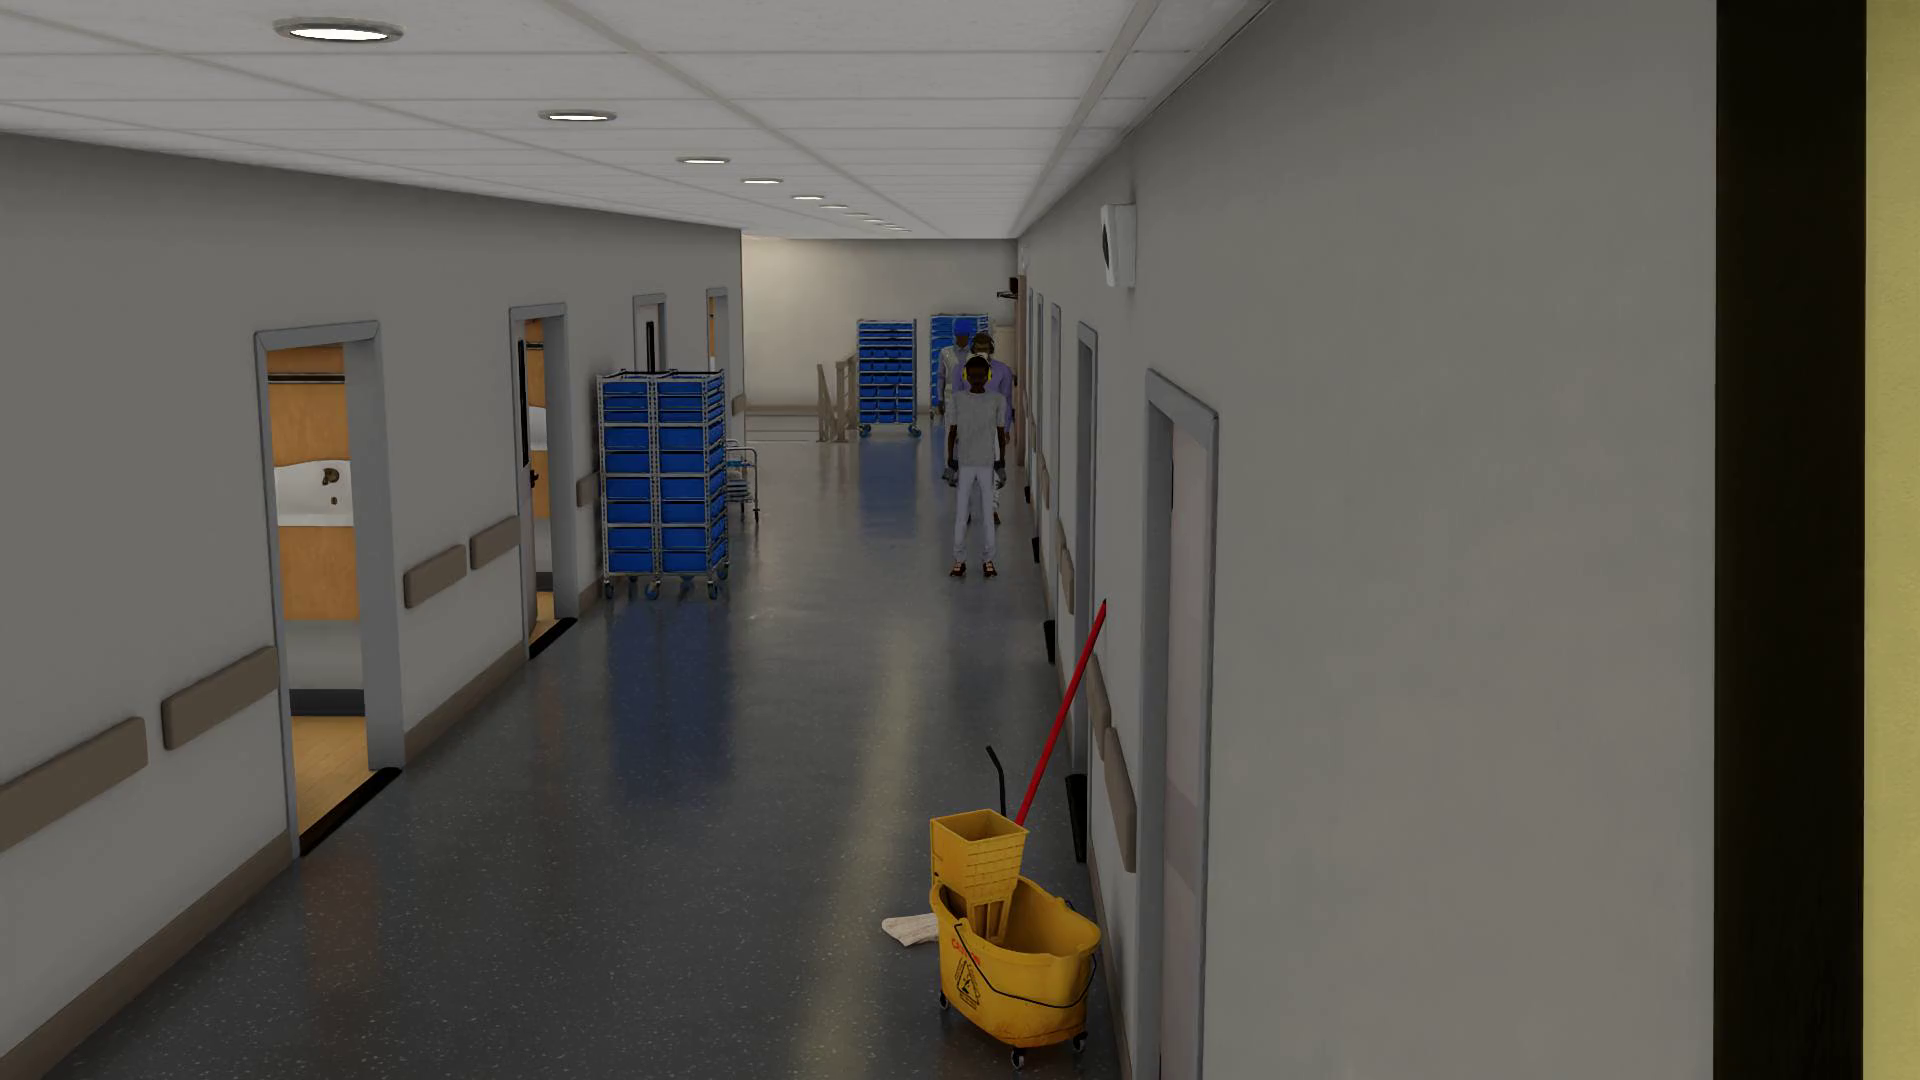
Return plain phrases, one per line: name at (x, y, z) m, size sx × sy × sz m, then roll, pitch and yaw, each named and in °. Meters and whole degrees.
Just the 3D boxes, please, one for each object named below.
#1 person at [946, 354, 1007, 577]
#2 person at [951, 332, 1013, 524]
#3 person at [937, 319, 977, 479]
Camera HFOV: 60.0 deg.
person at (0.134, -0.609, 13.862) m, size 0.508 × 1.861 × 0.329 m, roll 0°, pitch 9°, yaw 1°
person at (0.215, -1.117, 16.677) m, size 0.629 × 1.936 × 0.373 m, roll 0°, pitch 9°, yaw 1°
person at (0.018, -1.702, 20.159) m, size 0.601 × 1.941 × 0.395 m, roll 0°, pitch 9°, yaw 1°
